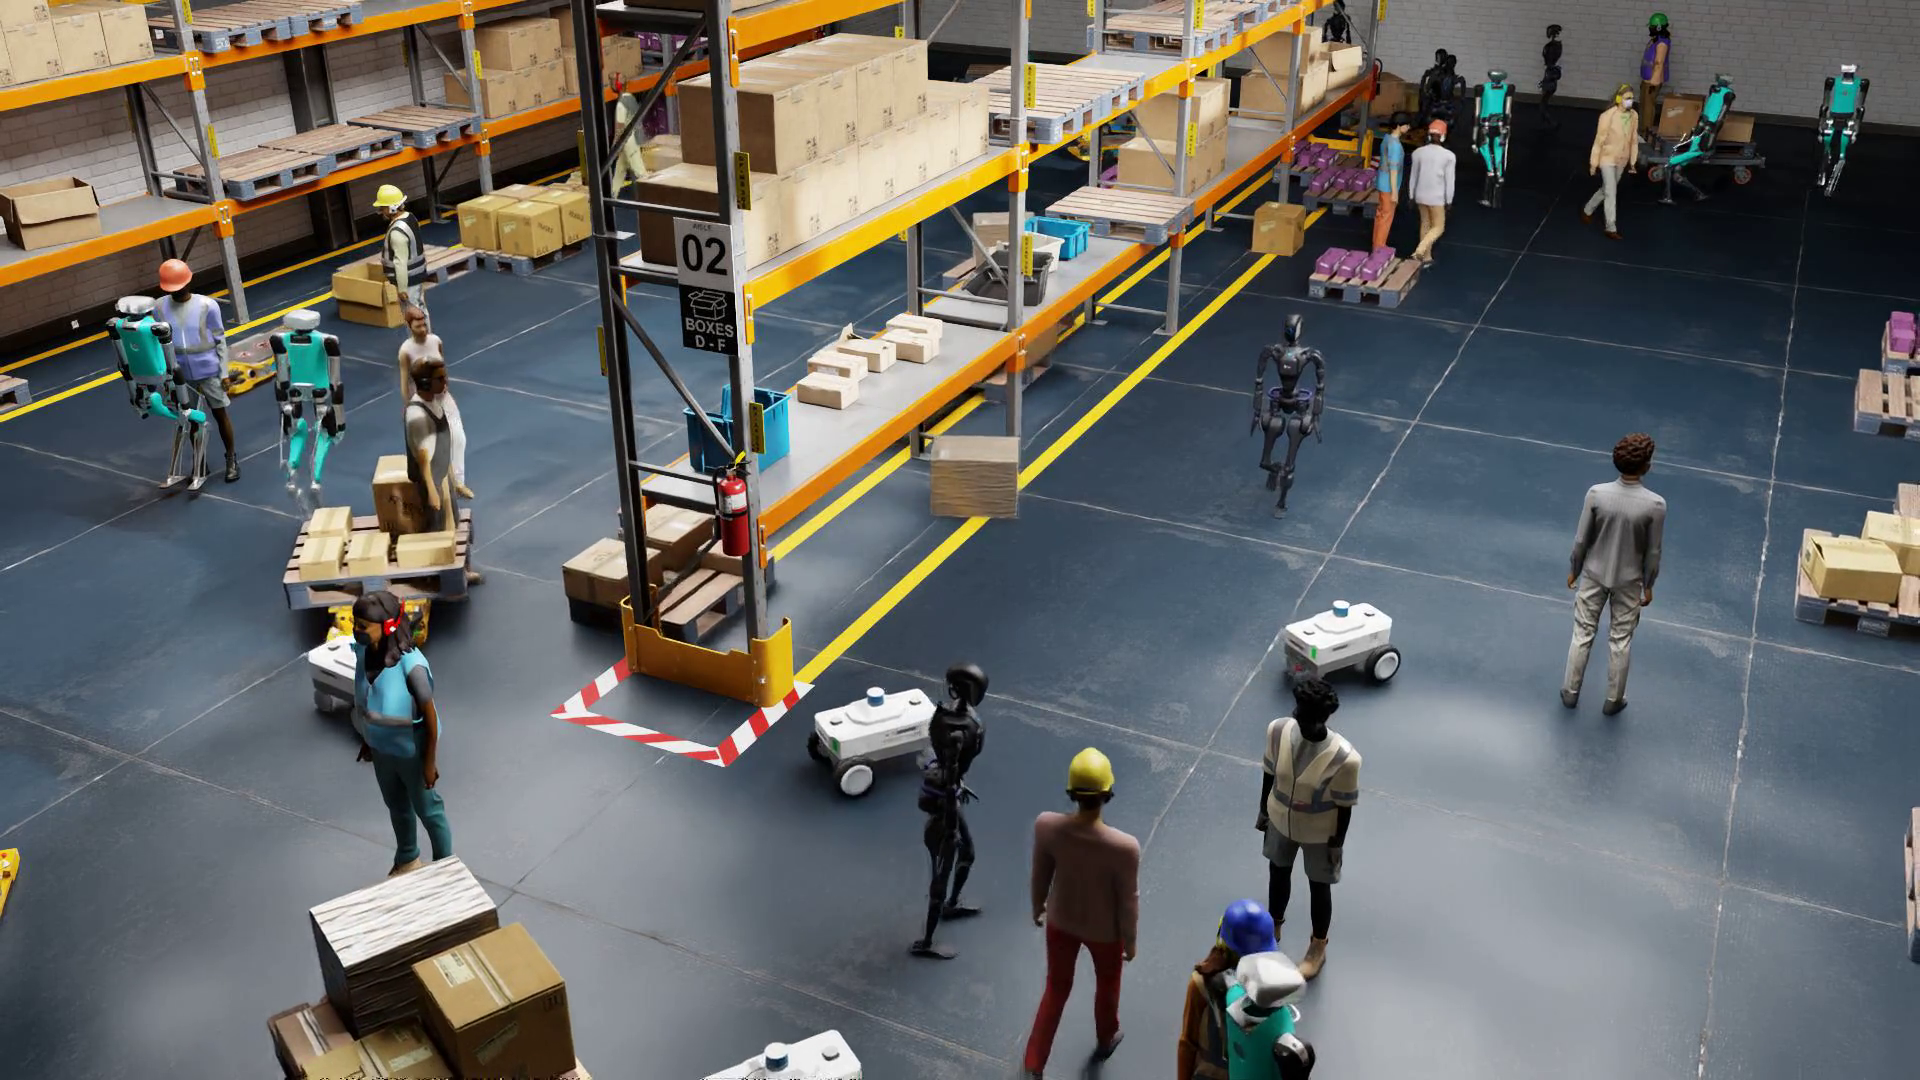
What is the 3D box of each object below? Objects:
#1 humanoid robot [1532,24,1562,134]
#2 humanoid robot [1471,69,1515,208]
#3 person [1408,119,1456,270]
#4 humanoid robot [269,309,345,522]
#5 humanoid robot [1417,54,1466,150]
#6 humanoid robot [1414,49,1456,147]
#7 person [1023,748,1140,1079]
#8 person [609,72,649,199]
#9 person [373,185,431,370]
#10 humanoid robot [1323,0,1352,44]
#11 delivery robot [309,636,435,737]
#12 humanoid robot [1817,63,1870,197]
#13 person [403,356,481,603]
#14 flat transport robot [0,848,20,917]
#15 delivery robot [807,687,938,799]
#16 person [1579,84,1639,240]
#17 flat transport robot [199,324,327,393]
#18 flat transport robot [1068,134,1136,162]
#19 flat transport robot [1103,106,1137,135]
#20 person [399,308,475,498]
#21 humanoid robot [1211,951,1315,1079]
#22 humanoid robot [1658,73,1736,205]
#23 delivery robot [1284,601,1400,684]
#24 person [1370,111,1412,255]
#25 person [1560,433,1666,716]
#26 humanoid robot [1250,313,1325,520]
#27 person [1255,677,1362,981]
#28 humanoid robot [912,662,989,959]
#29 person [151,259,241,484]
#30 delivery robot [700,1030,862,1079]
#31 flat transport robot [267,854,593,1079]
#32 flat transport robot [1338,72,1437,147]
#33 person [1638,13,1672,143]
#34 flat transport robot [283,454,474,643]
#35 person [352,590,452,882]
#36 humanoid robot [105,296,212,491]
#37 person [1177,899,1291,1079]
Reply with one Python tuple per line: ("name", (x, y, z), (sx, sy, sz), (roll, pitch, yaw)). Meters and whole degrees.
("humanoid robot", (9.072, -7.044, 25.421), (0.446, 1.632, 0.600), (7, 27, 13))
("humanoid robot", (6.926, -5.071, 21.523), (0.534, 1.896, 0.792), (-3, 26, -6))
("person", (5.397, -3.944, 19.100), (0.569, 1.721, 0.582), (-22, 34, -37))
("humanoid robot", (-5.043, -0.793, 12.810), (0.553, 1.851, 0.775), (1, 26, 2))
("humanoid robot", (6.685, -5.912, 23.136), (0.599, 1.659, 0.334), (8, 27, 15))
("humanoid robot", (6.736, -6.134, 23.598), (0.585, 1.643, 0.503), (-8, 27, -16))
("person", (0.525, 1.774, 7.559), (0.532, 1.751, 0.777), (13, 29, 25))
("person", (-4.319, -5.050, 21.260), (0.967, 1.793, 0.589), (-2, 26, -4))
("person", (-5.398, -2.555, 16.192), (0.403, 1.825, 0.589), (-2, 26, -5))
("humanoid robot", (6.254, -8.177, 27.716), (0.626, 1.630, 0.459), (-12, 29, -22))
("delivery robot", (-3.795, 0.905, 10.645), (0.805, 0.609, 0.499), (16, 30, 28))
("humanoid robot", (11.783, -5.523, 22.343), (0.562, 1.830, 0.861), (12, 29, 23))
("person", (-3.748, -0.436, 11.898), (0.358, 1.834, 0.516), (-2, 26, -5))
("flat transport robot", (-5.370, 2.065, 8.607), (0.659, 0.231, 1.431), (-8, 27, -16))
("delivery robot", (-0.515, 1.171, 10.076), (0.773, 0.582, 0.499), (-12, 29, -23))
("person", (8.042, -4.698, 20.504), (0.575, 1.842, 0.926), (-9, 28, -17))
("flat transport robot", (-6.881, -1.799, 16.412), (0.659, 0.231, 1.431), (10, 28, 19))
("flat transport robot", (2.364, -5.767, 24.427), (1.431, 0.231, 0.659), (-7, 27, -14))
("flat transport robot", (2.649, -6.446, 25.798), (1.431, 0.231, 0.659), (10, 28, 19))
("person", (-4.239, -1.070, 13.387), (0.634, 1.636, 0.487), (22, 34, 37))
("humanoid robot", (1.352, 2.299, 6.500), (0.777, 1.793, 0.530), (-12, 29, -22))
("humanoid robot", (9.448, -5.165, 21.563), (0.969, 1.724, 0.550), (-1, 26, -1))
("delivery robot", (2.524, 0.678, 11.076), (0.758, 0.586, 0.512), (-14, 30, -26))
("person", (5.039, -4.131, 19.448), (0.339, 1.758, 0.502), (1, 26, 3))
("person", (4.103, 0.232, 10.474), (0.530, 1.900, 0.399), (13, 29, 24))
("humanoid robot", (2.629, -1.016, 13.261), (0.589, 1.639, 0.574), (9, 28, 17))
("person", (1.714, 1.421, 8.300), (0.532, 1.693, 0.320), (22, 34, 37))
("humanoid robot", (-0.055, 1.346, 8.482), (0.394, 1.631, 0.612), (2, 26, 3))
("person", (-6.299, -1.386, 13.710), (0.541, 1.929, 0.364), (-4, 27, -7))
("delivery robot", (-0.786, 2.503, 7.420), (0.815, 0.612, 0.499), (-14, 30, -26))
("flat transport robot", (-2.468, 2.575, 7.576), (1.431, 0.231, 0.659), (-18, 32, -32))
("flat transport robot", (6.573, -6.240, 25.382), (1.431, 0.231, 0.659), (21, 33, 36))
("person", (10.298, -6.852, 24.762), (0.429, 1.920, 0.548), (2, 26, 5))
("flat transport robot", (-4.156, 0.361, 12.048), (0.659, 0.231, 1.431), (-5, 27, -10))
("person", (-2.938, 1.101, 8.754), (0.530, 1.866, 0.390), (14, 29, 25))
("humanoid robot", (-6.377, -1.237, 13.470), (0.533, 1.679, 0.735), (5, 27, 9))
("person", (1.090, 2.178, 6.674), (0.462, 1.781, 0.306), (-4, 27, -8))
